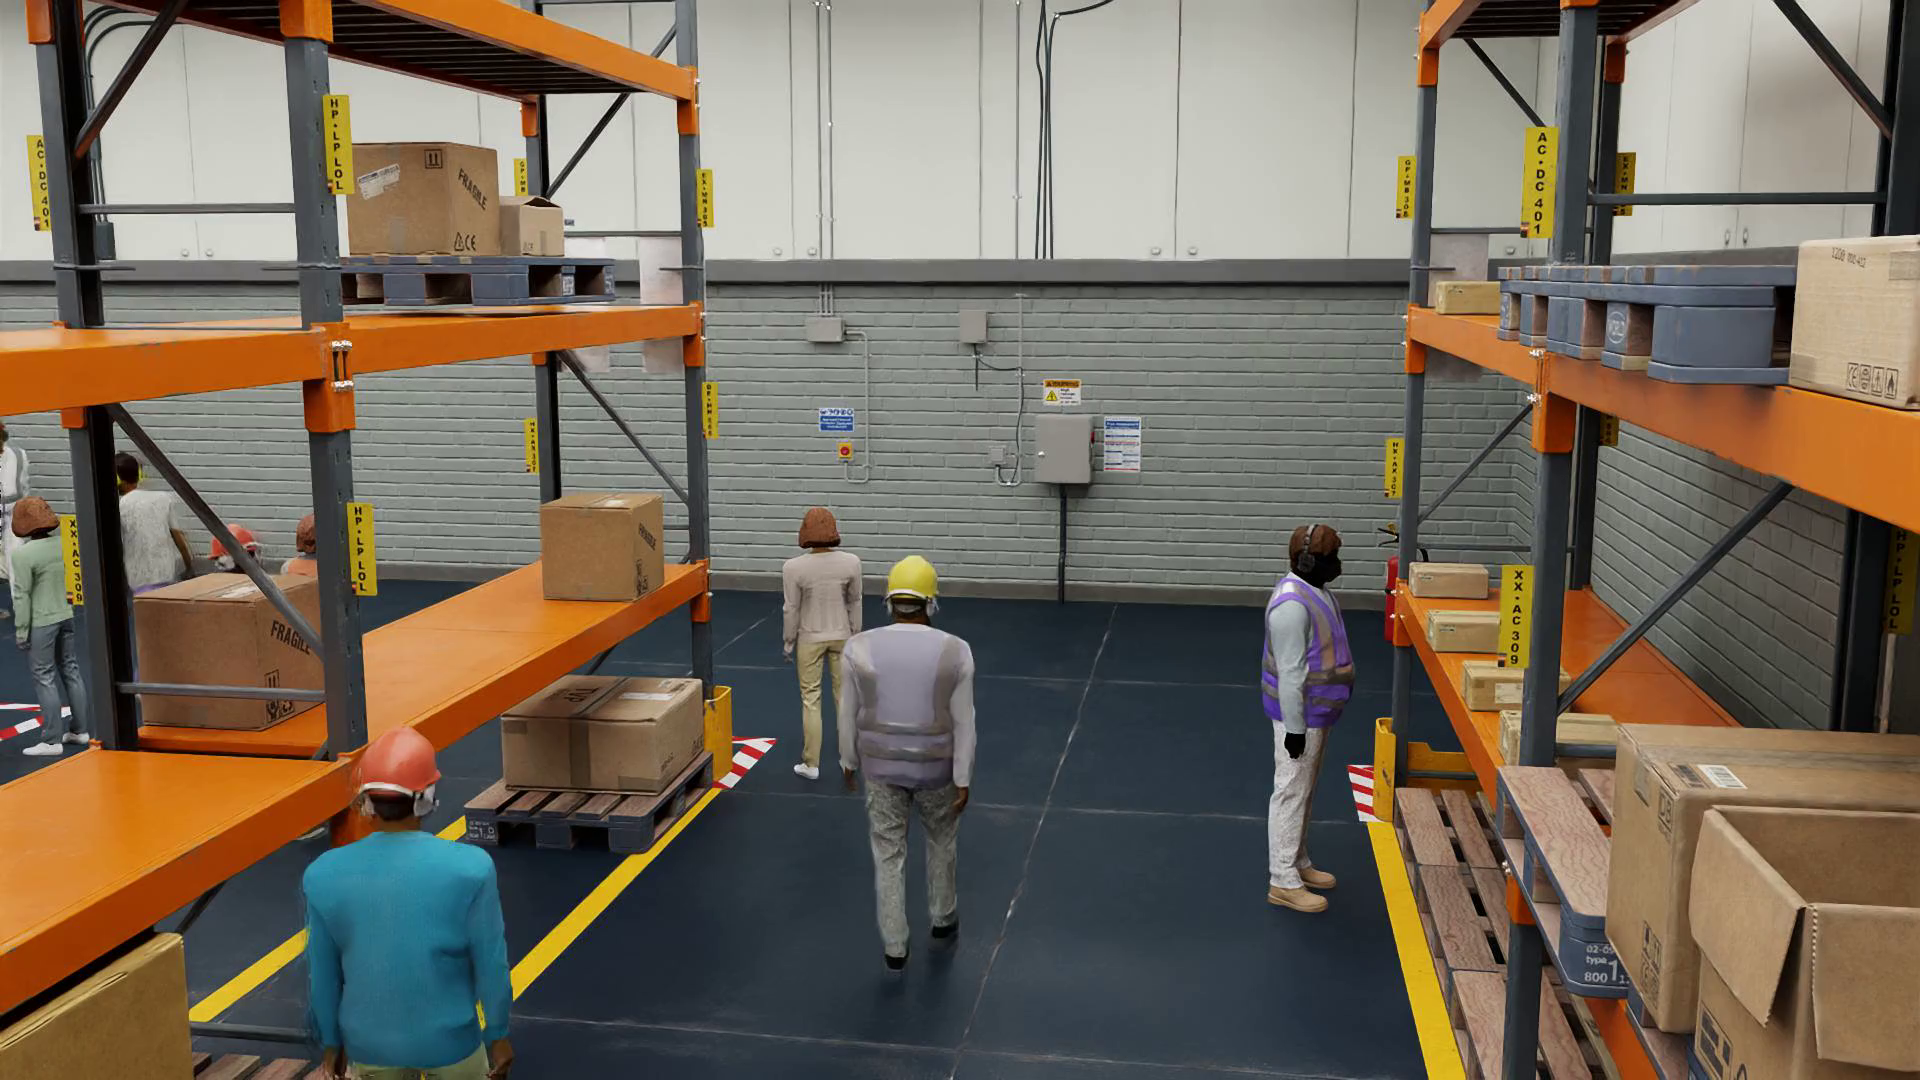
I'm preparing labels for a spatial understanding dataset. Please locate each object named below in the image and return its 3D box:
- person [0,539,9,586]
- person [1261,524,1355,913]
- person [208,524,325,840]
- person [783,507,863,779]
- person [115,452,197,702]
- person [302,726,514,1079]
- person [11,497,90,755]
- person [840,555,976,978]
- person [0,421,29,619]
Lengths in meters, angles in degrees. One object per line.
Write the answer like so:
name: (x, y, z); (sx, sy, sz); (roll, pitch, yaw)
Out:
person: (-9.436, -0.412, 15.965); (0.574, 1.739, 0.349); (3, 10, 19)
person: (1.666, 0.832, 7.978); (0.429, 1.841, 0.633); (4, 10, 21)
person: (-3.767, 0.760, 8.894); (0.933, 1.698, 0.569); (4, 10, 22)
person: (-0.822, 0.616, 9.955); (0.497, 1.632, 0.282); (-4, 10, -23)
person: (-5.576, 0.301, 11.374); (0.986, 1.802, 0.596); (5, 10, 28)
person: (-1.576, 1.398, 4.779); (0.580, 1.740, 0.463); (0, 9, 2)
person: (-5.748, 0.535, 10.472); (0.277, 1.626, 0.502); (1, 9, 9)
person: (-0.222, 0.956, 7.311); (0.608, 1.805, 0.724); (1, 9, 3)
person: (-8.220, -0.156, 14.189); (1.068, 1.804, 0.581); (9, 13, 43)
